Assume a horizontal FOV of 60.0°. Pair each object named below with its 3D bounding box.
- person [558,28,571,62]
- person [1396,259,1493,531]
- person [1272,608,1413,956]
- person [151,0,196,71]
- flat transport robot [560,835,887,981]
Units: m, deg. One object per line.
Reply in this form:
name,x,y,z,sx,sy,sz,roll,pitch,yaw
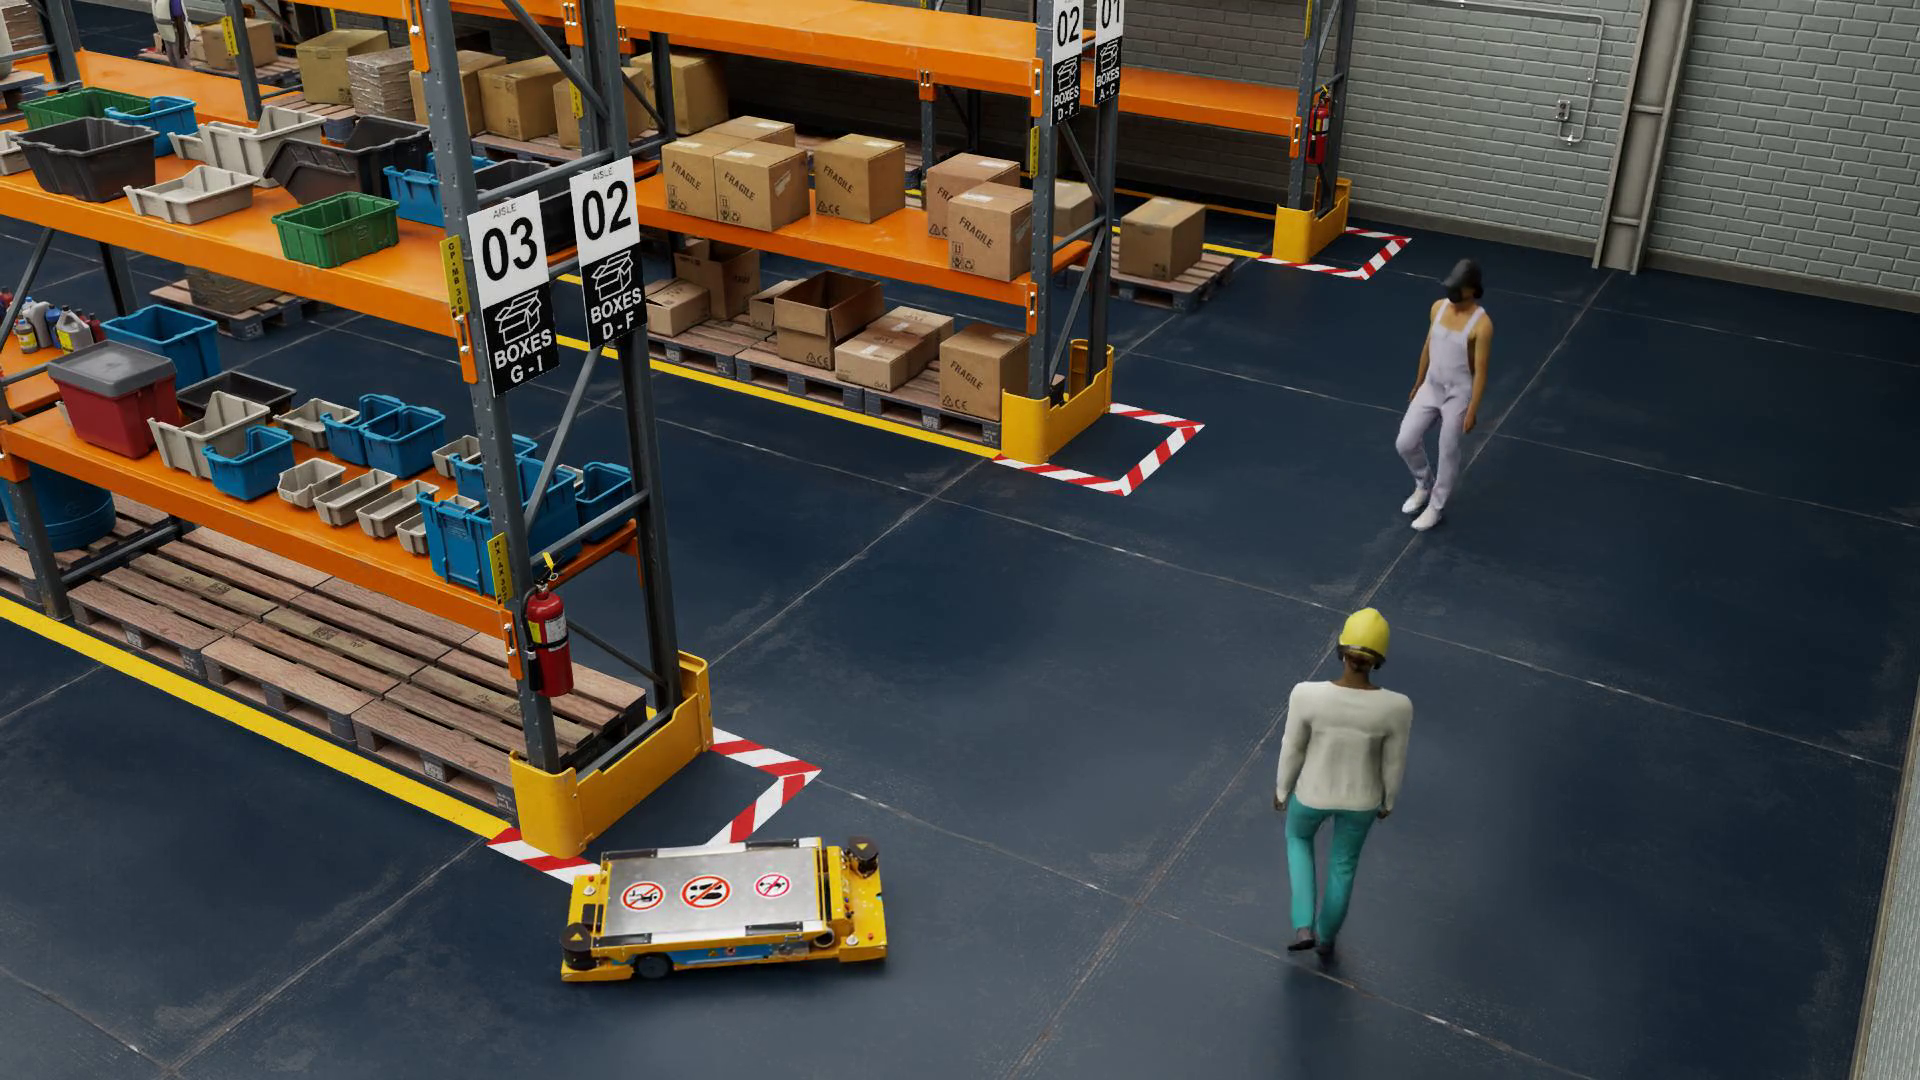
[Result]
person,-3.947,-4.441,17.151,0.595,1.688,0.332,23,37,35
person,3.088,-0.916,10.647,0.406,1.851,0.545,-21,35,-33
person,1.623,1.083,7.164,0.540,1.744,0.410,4,29,7
person,-9.203,-5.849,19.528,0.565,1.833,0.394,25,38,38
flat transport robot,-1.071,1.683,7.614,1.431,0.231,0.659,-3,29,-6
